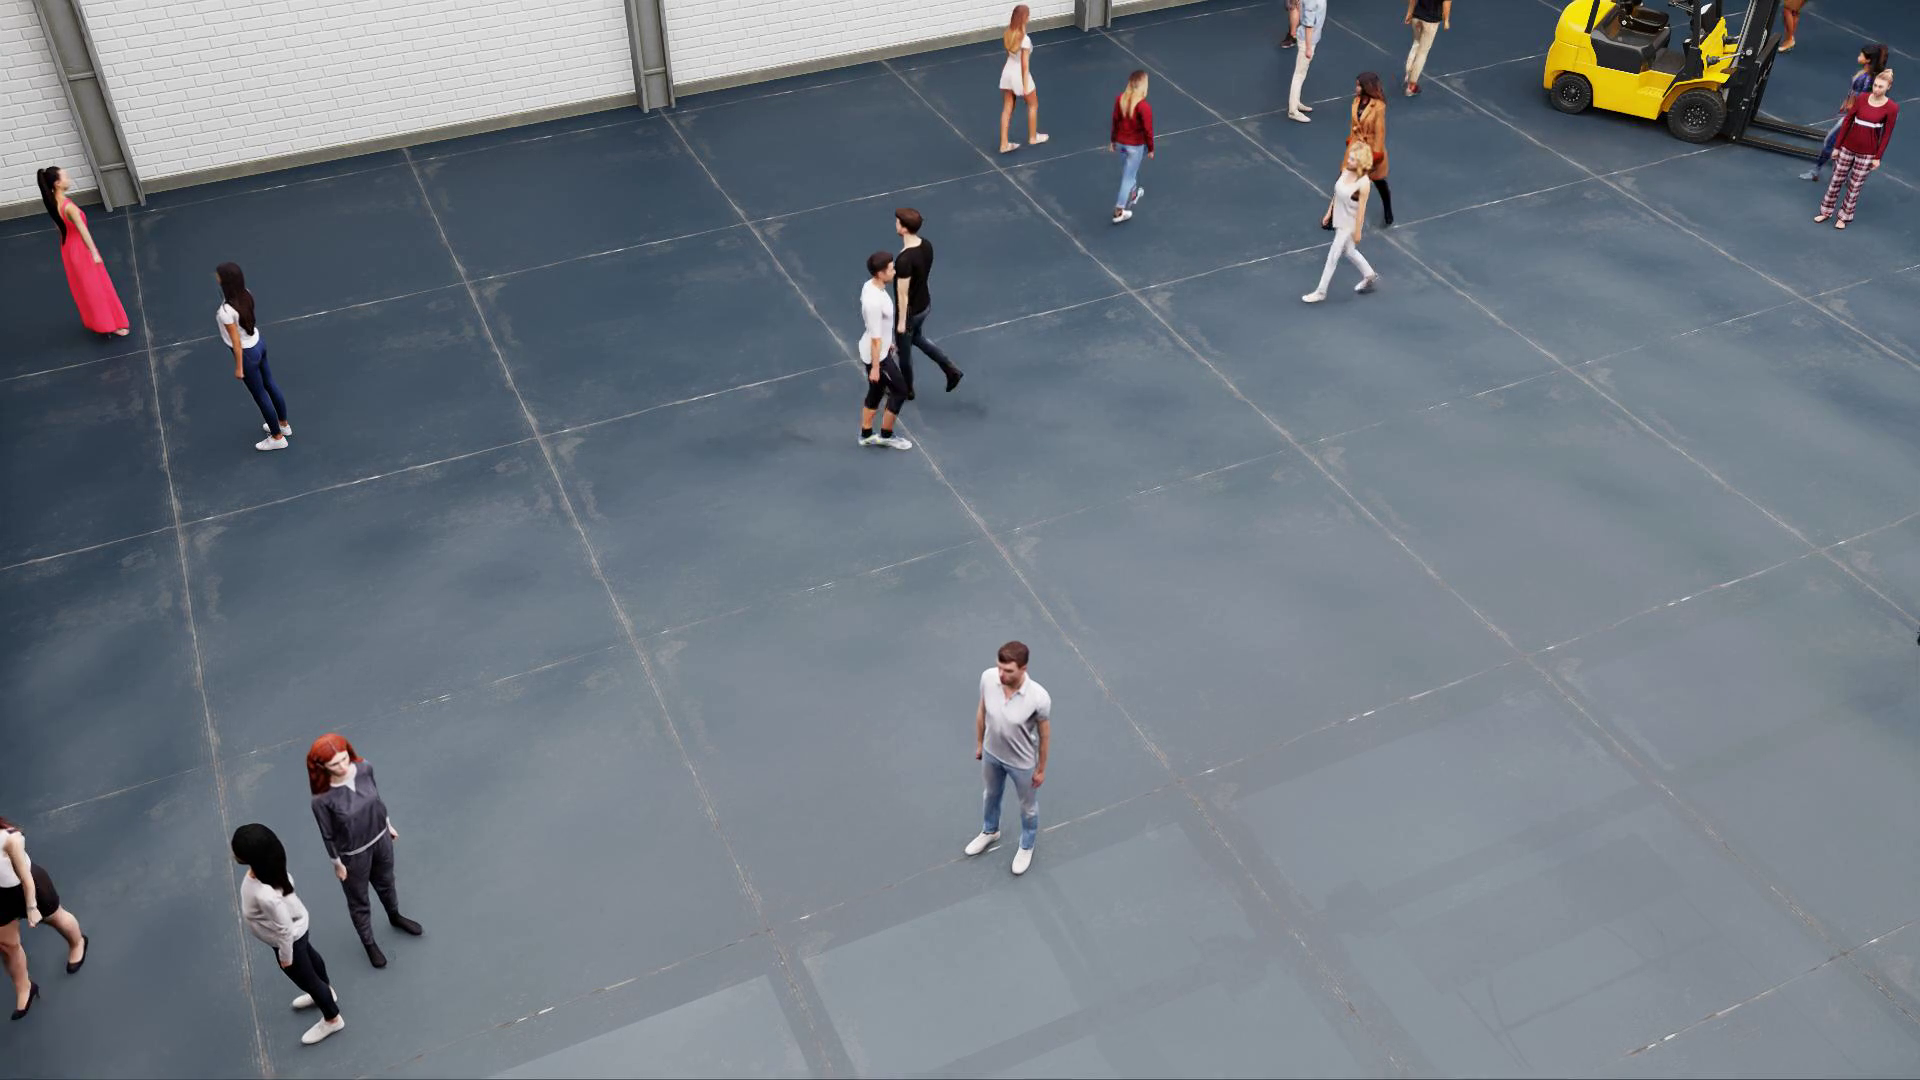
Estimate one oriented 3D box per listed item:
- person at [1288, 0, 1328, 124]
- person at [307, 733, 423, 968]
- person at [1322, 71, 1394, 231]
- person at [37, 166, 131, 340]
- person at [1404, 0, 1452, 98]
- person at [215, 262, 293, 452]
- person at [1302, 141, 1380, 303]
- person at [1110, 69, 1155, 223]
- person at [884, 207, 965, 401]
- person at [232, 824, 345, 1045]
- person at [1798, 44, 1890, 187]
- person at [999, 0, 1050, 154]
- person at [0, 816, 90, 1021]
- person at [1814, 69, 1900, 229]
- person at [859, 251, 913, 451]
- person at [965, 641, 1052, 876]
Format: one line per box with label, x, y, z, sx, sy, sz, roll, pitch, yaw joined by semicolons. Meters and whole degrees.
person;4.048;-5.841;19.381;0.783;1.847;0.729;12;40;14
person;-3.550;1.803;9.863;0.708;1.779;0.590;23;44;26
person;4.257;-4.004;17.205;1.081;1.691;0.838;-28;46;-30
person;-8.203;-2.668;15.504;0.715;1.726;0.740;22;43;25
person;5.506;-6.184;19.815;0.731;1.840;0.712;-28;46;-31
person;-5.997;-1.567;14.089;0.668;1.772;0.667;1;39;1
person;3.817;-3.081;16.090;1.107;1.641;0.761;-7;39;-9
person;1.735;-4.090;17.384;0.817;1.601;1.006;31;48;33
person;-0.337;-2.012;14.559;1.082;1.880;1.042;15;41;18
person;-3.812;2.205;9.423;0.524;1.700;0.601;-16;41;-19
person;9.743;-4.569;17.982;0.935;1.604;0.880;15;41;18
person;0.570;-5.139;18.640;0.912;1.675;0.689;-26;45;-29
person;-5.437;1.997;9.740;0.873;1.629;0.877;5;39;7
person;9.338;-4.055;17.262;0.691;1.700;0.651;29;47;31
person;-0.787;-1.581;14.056;0.816;1.834;0.805;-2;39;-2
person;0.326;1.329;10.400;0.728;1.850;0.738;21;43;24
